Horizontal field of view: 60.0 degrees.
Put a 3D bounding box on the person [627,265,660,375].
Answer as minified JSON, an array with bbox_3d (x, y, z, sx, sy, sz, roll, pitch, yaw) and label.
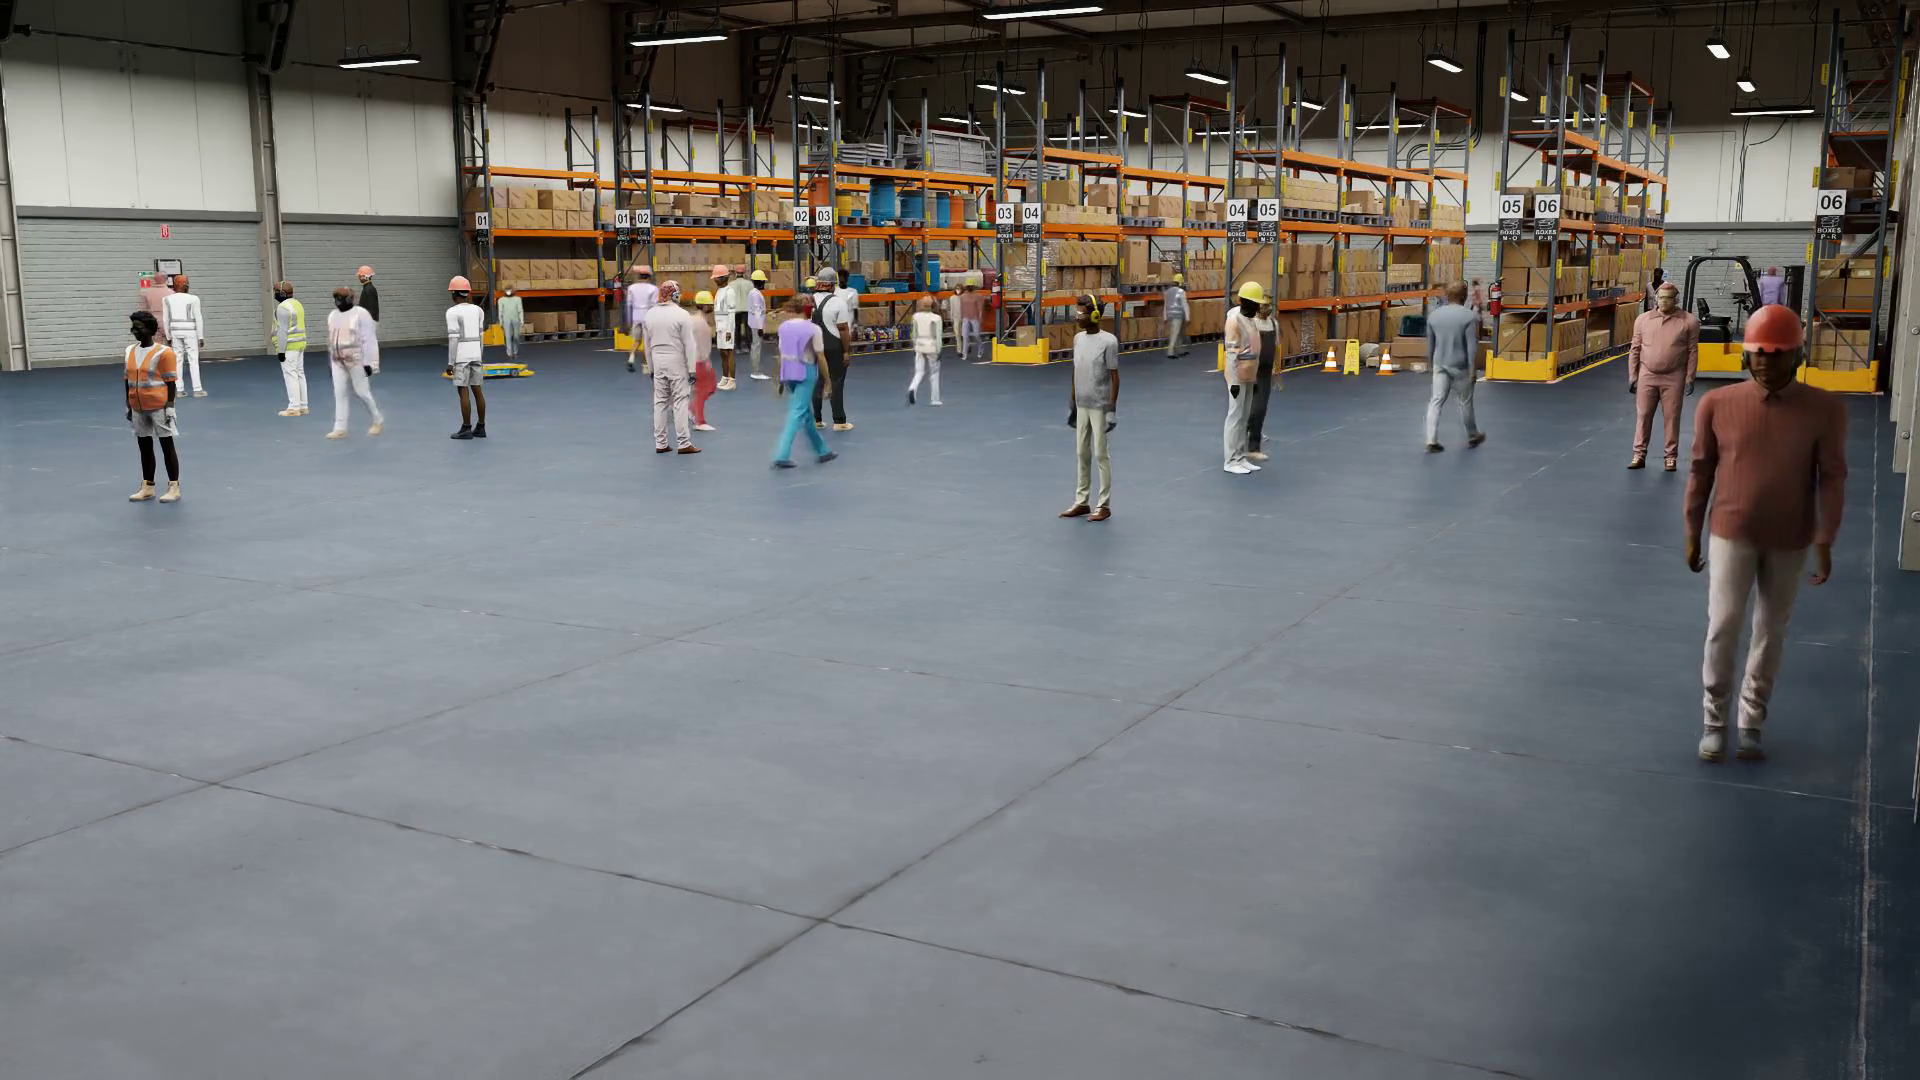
[{"bbox_3d":[-5.794,-4.020,30.457,0.639,2.008,0.642,2,10,14],"label":"person"}]

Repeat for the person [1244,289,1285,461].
[{"bbox_3d":[3.190,-1.740,17.667,0.505,1.826,0.417,-7,12,-35],"label":"person"}]

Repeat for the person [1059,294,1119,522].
[{"bbox_3d":[1.084,-1.081,13.694,0.334,1.864,0.521,-8,13,-39],"label":"person"}]

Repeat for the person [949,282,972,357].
[{"bbox_3d":[0.034,-4.774,36.059,0.513,1.612,0.451,4,10,20],"label":"person"}]

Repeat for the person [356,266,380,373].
[{"bbox_3d":[-11.072,-4.129,31.141,0.375,1.997,0.612,-4,10,-21],"label":"person"}]

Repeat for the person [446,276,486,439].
[{"bbox_3d":[-5.907,-2.166,19.817,0.364,1.939,0.542,5,11,29],"label":"person"}]

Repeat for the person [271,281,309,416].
[{"bbox_3d":[-9.162,-2.605,22.714,0.430,1.836,0.629,0,10,-1],"label":"person"}]

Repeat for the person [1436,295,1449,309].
[{"bbox_3d":[13.618,-6.730,46.645,0.620,1.909,0.604,-3,10,-17],"label":"person"}]

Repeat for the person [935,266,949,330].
[{"bbox_3d":[-0.524,-7.107,48.942,0.554,1.888,1.033,4,10,21],"label":"person"}]

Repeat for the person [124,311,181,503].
[{"bbox_3d":[-7.169,-1.177,14.738,0.535,1.697,0.318,2,10,14],"label":"person"}]

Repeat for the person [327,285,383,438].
[{"bbox_3d":[-7.318,-2.134,19.994,0.657,1.851,0.559,3,10,19],"label":"person"}]

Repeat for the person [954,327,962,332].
[{"bbox_3d":[0.033,-6.315,45.017,0.521,1.627,0.327,6,11,32],"label":"person"}]

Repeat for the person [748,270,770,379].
[{"bbox_3d":[-3.575,-3.810,29.475,0.364,1.928,0.586,-2,10,-13],"label":"person"}]

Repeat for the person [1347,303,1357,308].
[{"bbox_3d":[11.223,-6.990,48.161,0.902,1.900,0.575,2,10,13],"label":"person"}]

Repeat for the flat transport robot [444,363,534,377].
[{"bbox_3d":[-8.435,-3.036,29.790,1.431,0.197,0.652,-9,13,-44],"label":"flat transport robot"}]

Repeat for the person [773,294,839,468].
[{"bbox_3d":[-1.611,-1.648,17.223,0.589,1.792,0.991,9,13,41],"label":"person"}]

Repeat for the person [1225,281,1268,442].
[{"bbox_3d":[3.385,-2.087,19.515,0.344,1.882,0.584,-9,13,-43],"label":"person"}]

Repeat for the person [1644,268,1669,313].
[{"bbox_3d":[15.480,-5.084,36.964,0.393,1.920,0.591,-8,12,-39],"label":"person"}]

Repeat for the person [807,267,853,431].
[{"bbox_3d":[-1.636,-2.392,20.847,0.688,2.000,0.539,5,11,28],"label":"person"}]

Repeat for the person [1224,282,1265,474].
[{"bbox_3d":[2.864,-1.628,16.733,0.381,1.917,0.585,6,11,30],"label":"person"}]

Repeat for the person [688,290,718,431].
[{"bbox_3d":[-3.198,-2.220,20.697,0.401,1.752,0.528,0,10,1],"label":"person"}]

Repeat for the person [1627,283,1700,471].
[{"bbox_3d":[7.123,-1.649,16.893,0.651,1.904,0.403,6,11,30],"label":"person"}]

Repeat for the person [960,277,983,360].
[{"bbox_3d":[0.264,-4.686,35.184,0.534,1.739,0.794,4,10,21],"label":"person"}]

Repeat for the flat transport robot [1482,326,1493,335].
[{"bbox_3d":[14.624,-5.756,45.714,0.652,0.197,1.431,-1,10,-7],"label":"flat transport robot"}]

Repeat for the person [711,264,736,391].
[{"bbox_3d":[-3.843,-3.441,26.992,0.378,2.040,0.607,-5,11,-29],"label":"person"}]

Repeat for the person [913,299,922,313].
[{"bbox_3d":[-1.077,-6.689,46.513,0.539,1.866,0.313,5,11,28],"label":"person"}]

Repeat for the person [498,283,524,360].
[{"bbox_3d":[-9.453,-4.597,35.001,0.499,1.609,0.738,-4,10,-20],"label":"person"}]

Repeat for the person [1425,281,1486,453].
[{"bbox_3d":[5.533,-1.928,18.571,0.663,1.884,1.014,9,13,43],"label":"person"}]

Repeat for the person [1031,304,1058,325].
[{"bbox_3d":[1.912,-5.206,37.655,0.626,1.934,0.363,0,10,-1],"label":"person"}]

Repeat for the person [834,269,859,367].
[{"bbox_3d":[-2.244,-4.215,31.823,0.625,1.937,0.886,4,10,21],"label":"person"}]

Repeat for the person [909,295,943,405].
[{"bbox_3d":[-0.494,-2.740,24.106,0.527,1.621,0.605,5,11,27],"label":"person"}]

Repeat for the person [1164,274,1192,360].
[{"bbox_3d":[4.660,-4.706,35.127,0.881,1.785,0.608,-6,12,-33],"label":"person"}]

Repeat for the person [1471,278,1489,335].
[{"bbox_3d":[14.322,-6.466,46.051,0.886,1.579,0.546,2,10,14],"label":"person"}]

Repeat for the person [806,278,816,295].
[{"bbox_3d":[-2.922,-4.298,32.850,0.536,1.748,0.488,-4,11,-23],"label":"person"}]

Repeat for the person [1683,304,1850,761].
[{"bbox_3d":[3.416,-0.009,7.085,0.628,1.971,0.573,4,11,23],"label":"person"}]

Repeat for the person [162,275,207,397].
[{"bbox_3d":[-11.996,-3.147,25.719,0.574,1.884,0.357,0,10,-2],"label":"person"}]

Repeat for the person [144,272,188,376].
[{"bbox_3d":[-14.282,-3.861,29.934,0.662,1.879,0.824,0,10,2],"label":"person"}]

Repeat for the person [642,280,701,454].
[{"bbox_3d":[-3.166,-1.897,18.342,0.642,1.909,0.409,5,11,25],"label":"person"}]

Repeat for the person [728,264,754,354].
[{"bbox_3d":[-4.872,-5.165,37.213,0.617,1.994,0.390,1,10,5],"label":"person"}]

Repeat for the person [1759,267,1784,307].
[{"bbox_3d":[22.407,-6.610,46.007,0.664,1.905,0.489,4,10,21],"label":"person"}]
